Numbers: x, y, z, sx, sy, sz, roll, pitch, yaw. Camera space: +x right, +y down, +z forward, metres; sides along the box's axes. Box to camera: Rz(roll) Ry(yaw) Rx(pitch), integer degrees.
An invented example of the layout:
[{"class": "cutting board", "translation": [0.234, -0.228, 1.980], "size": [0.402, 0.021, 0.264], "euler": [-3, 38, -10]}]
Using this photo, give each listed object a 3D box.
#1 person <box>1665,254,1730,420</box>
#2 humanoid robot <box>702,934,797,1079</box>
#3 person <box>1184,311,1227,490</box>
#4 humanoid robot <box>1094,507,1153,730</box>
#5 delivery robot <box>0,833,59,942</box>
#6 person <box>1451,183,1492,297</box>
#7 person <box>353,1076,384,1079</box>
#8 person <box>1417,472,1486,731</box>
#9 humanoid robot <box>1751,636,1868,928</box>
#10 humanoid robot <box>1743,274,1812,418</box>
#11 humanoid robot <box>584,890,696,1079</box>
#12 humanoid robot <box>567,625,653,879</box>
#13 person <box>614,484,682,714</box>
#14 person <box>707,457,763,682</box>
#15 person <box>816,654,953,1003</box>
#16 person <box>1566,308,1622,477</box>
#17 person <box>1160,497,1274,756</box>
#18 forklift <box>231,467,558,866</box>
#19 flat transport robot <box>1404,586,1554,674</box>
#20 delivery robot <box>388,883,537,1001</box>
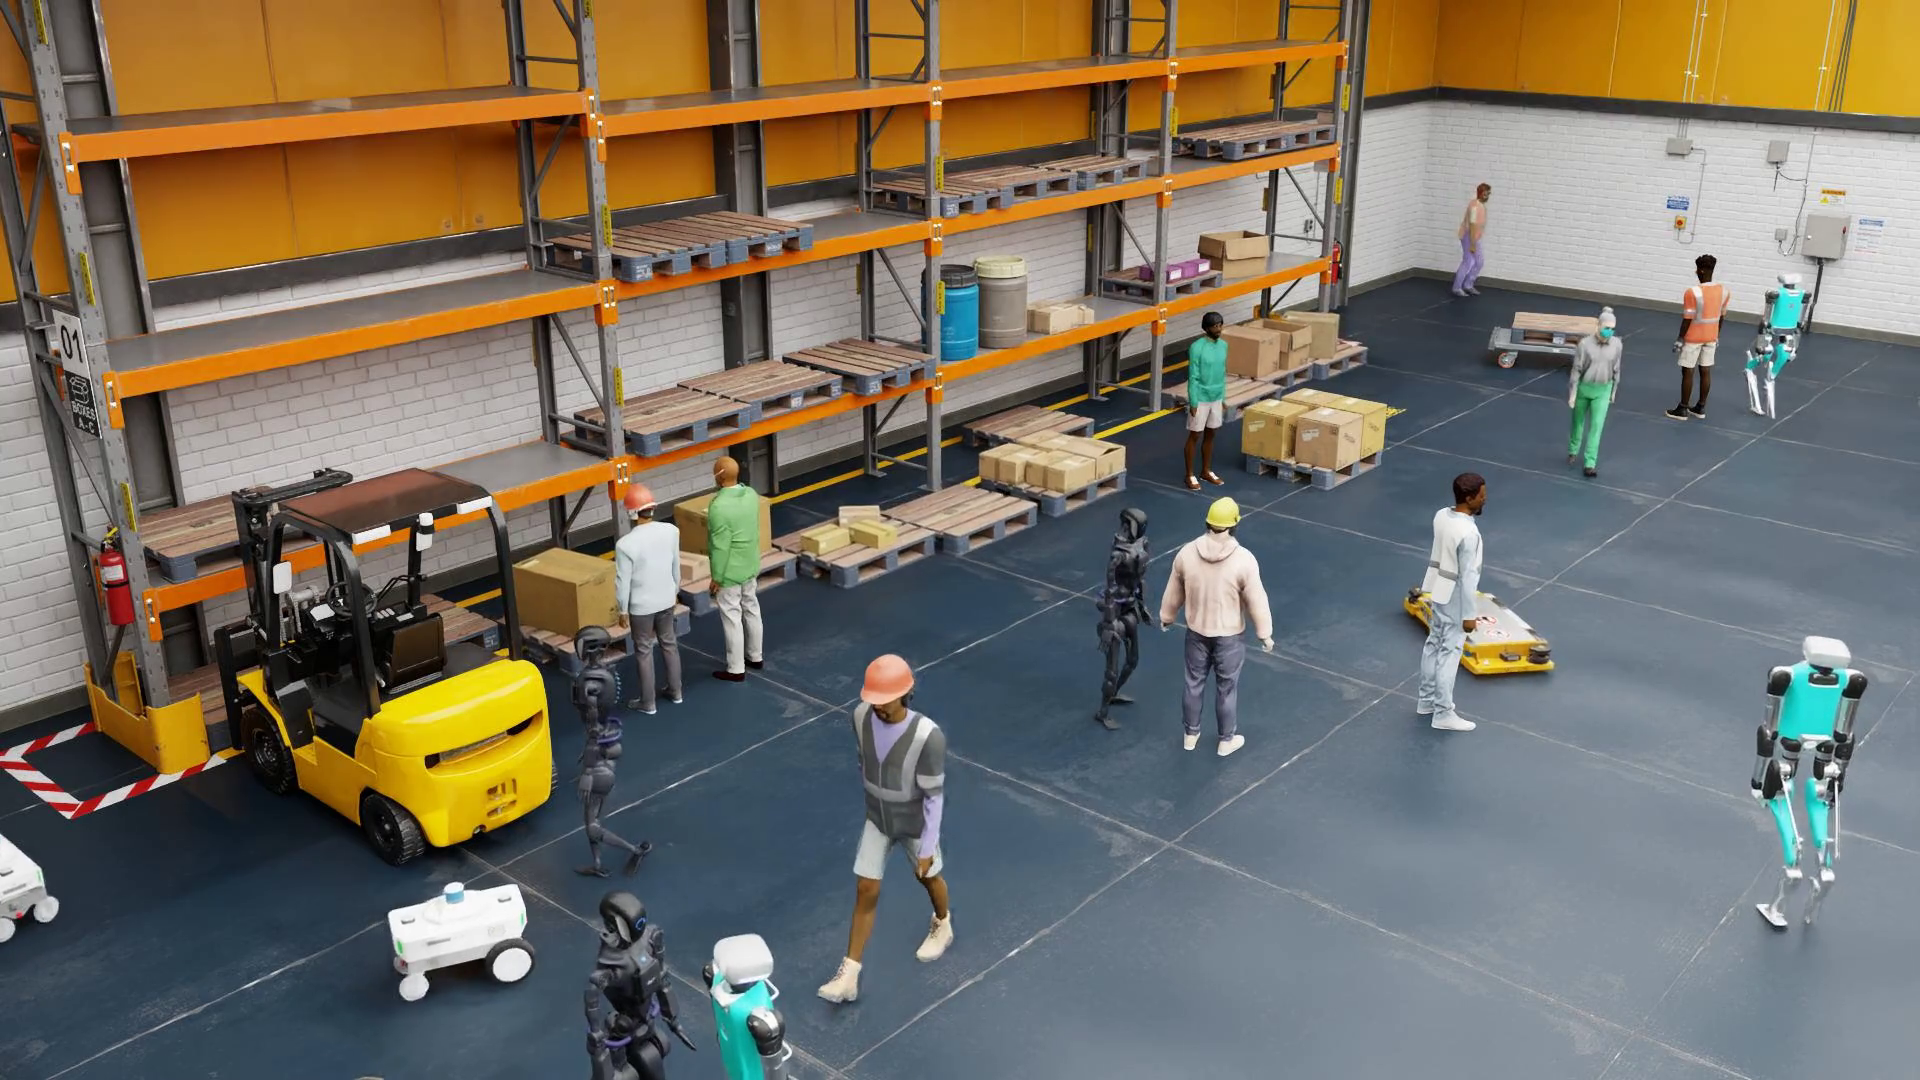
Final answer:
[{"class": "person", "translation": [8.683, -2.383, 19.569], "size": [0.602, 1.959, 0.375], "euler": [-6, 21, -16]}, {"class": "humanoid robot", "translation": [-0.672, 2.367, 6.960], "size": [0.708, 1.736, 0.533], "euler": [-13, 24, -31]}, {"class": "person", "translation": [2.540, -1.456, 17.213], "size": [0.491, 1.851, 0.395], "euler": [-13, 24, -31]}, {"class": "humanoid robot", "translation": [1.163, 0.525, 12.090], "size": [0.377, 1.640, 0.608], "euler": [13, 24, 32]}, {"class": "delivery robot", "translation": [-5.673, 1.990, 9.771], "size": [0.783, 0.611, 0.525], "euler": [17, 26, 38]}, {"class": "person", "translation": [8.001, -4.686, 26.023], "size": [0.535, 1.806, 0.578], "euler": [15, 25, 35]}, {"class": "person", "translation": [-1.987, 2.693, 5.847], "size": [0.627, 1.940, 0.379], "euler": [-7, 21, -17]}, {"class": "person", "translation": [3.549, 0.431, 12.004], "size": [0.393, 1.920, 0.587], "euler": [-2, 20, -6]}, {"class": "humanoid robot", "translation": [4.832, 1.477, 9.437], "size": [0.535, 1.806, 0.670], "euler": [1, 20, 3]}, {"class": "humanoid robot", "translation": [9.551, -2.273, 19.670], "size": [0.533, 1.850, 0.704], "euler": [-2, 20, -6]}, {"class": "humanoid robot", "translation": [-1.493, 2.259, 7.426], "size": [0.450, 1.649, 0.600], "euler": [10, 22, 25]}, {"class": "humanoid robot", "translation": [-2.152, 1.299, 10.040], "size": [0.504, 1.641, 0.598], "euler": [-3, 20, -9]}, {"class": "person", "translation": [-2.306, 0.429, 12.256], "size": [0.356, 1.745, 0.576], "euler": [18, 27, 39]}, {"class": "person", "translation": [-1.734, 0.218, 12.773], "size": [0.384, 1.781, 0.552], "euler": [11, 23, 28]}, {"class": "person", "translation": [-0.359, 1.526, 8.952], "size": [0.616, 1.977, 1.078], "euler": [12, 24, 30]}, {"class": "person", "translation": [6.726, -1.590, 17.668], "size": [0.549, 1.800, 0.945], "euler": [4, 21, 11]}, {"class": "person", "translation": [1.772, 0.609, 11.593], "size": [0.817, 1.864, 0.418], "euler": [9, 22, 23]}, {"class": "forklift", "translation": [-3.730, 0.710, 10.856], "size": [2.313, 2.155, 1.214], "euler": [17, 26, 38]}, {"class": "flat transport robot", "translation": [4.222, 0.721, 13.597], "size": [0.659, 0.231, 1.431], "euler": [-3, 20, -8]}, {"class": "delivery robot", "translation": [-2.762, 2.174, 9.222], "size": [0.758, 0.577, 0.499], "euler": [-9, 22, -23]}]
